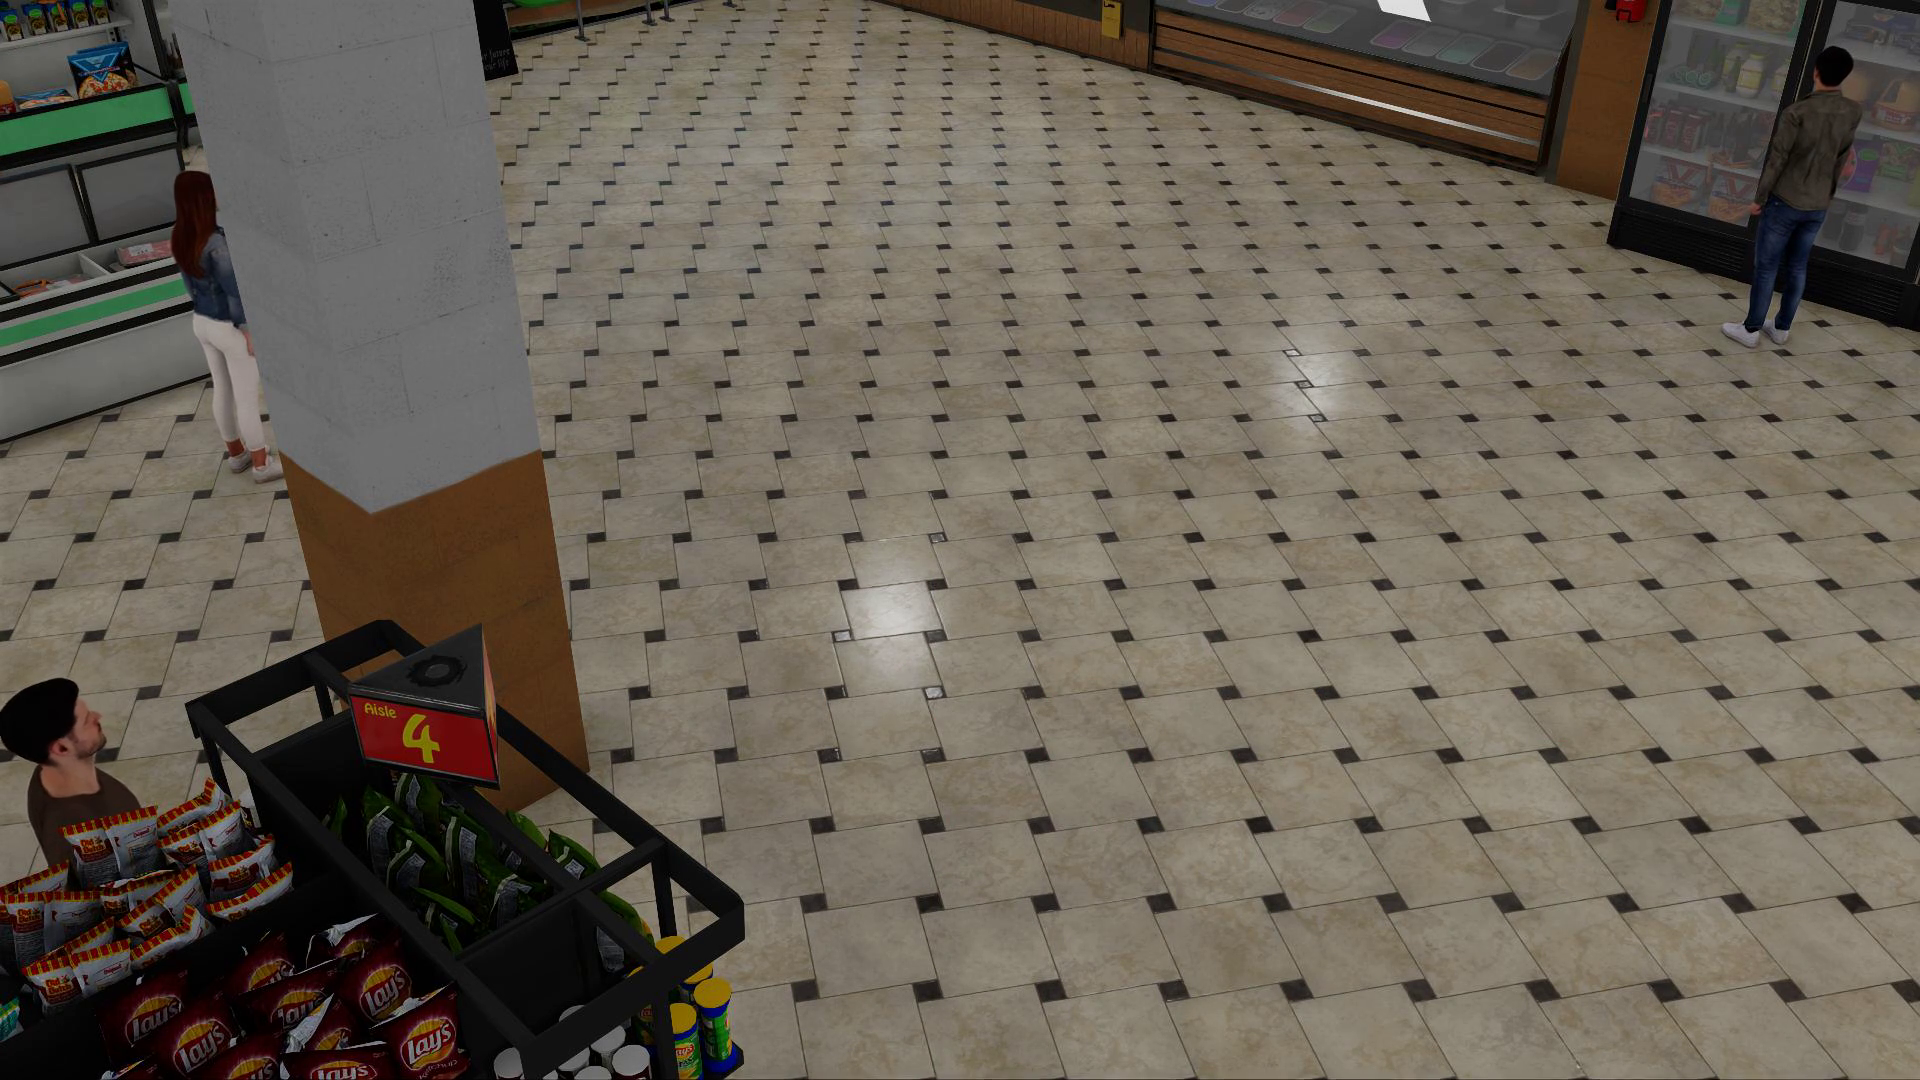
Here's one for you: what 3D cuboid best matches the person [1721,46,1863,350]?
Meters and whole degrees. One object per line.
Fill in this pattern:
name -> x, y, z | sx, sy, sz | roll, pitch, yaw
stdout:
person -> 5.106, -2.065, 10.140 | 0.739, 1.867, 0.853 | -6, 32, -9

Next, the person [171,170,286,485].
person -> -3.886, -1.110, 8.762 | 0.635, 1.701, 0.546 | 22, 38, 31

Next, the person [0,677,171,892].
person -> -2.427, 1.193, 4.886 | 0.576, 1.887, 0.654 | -25, 40, -34
